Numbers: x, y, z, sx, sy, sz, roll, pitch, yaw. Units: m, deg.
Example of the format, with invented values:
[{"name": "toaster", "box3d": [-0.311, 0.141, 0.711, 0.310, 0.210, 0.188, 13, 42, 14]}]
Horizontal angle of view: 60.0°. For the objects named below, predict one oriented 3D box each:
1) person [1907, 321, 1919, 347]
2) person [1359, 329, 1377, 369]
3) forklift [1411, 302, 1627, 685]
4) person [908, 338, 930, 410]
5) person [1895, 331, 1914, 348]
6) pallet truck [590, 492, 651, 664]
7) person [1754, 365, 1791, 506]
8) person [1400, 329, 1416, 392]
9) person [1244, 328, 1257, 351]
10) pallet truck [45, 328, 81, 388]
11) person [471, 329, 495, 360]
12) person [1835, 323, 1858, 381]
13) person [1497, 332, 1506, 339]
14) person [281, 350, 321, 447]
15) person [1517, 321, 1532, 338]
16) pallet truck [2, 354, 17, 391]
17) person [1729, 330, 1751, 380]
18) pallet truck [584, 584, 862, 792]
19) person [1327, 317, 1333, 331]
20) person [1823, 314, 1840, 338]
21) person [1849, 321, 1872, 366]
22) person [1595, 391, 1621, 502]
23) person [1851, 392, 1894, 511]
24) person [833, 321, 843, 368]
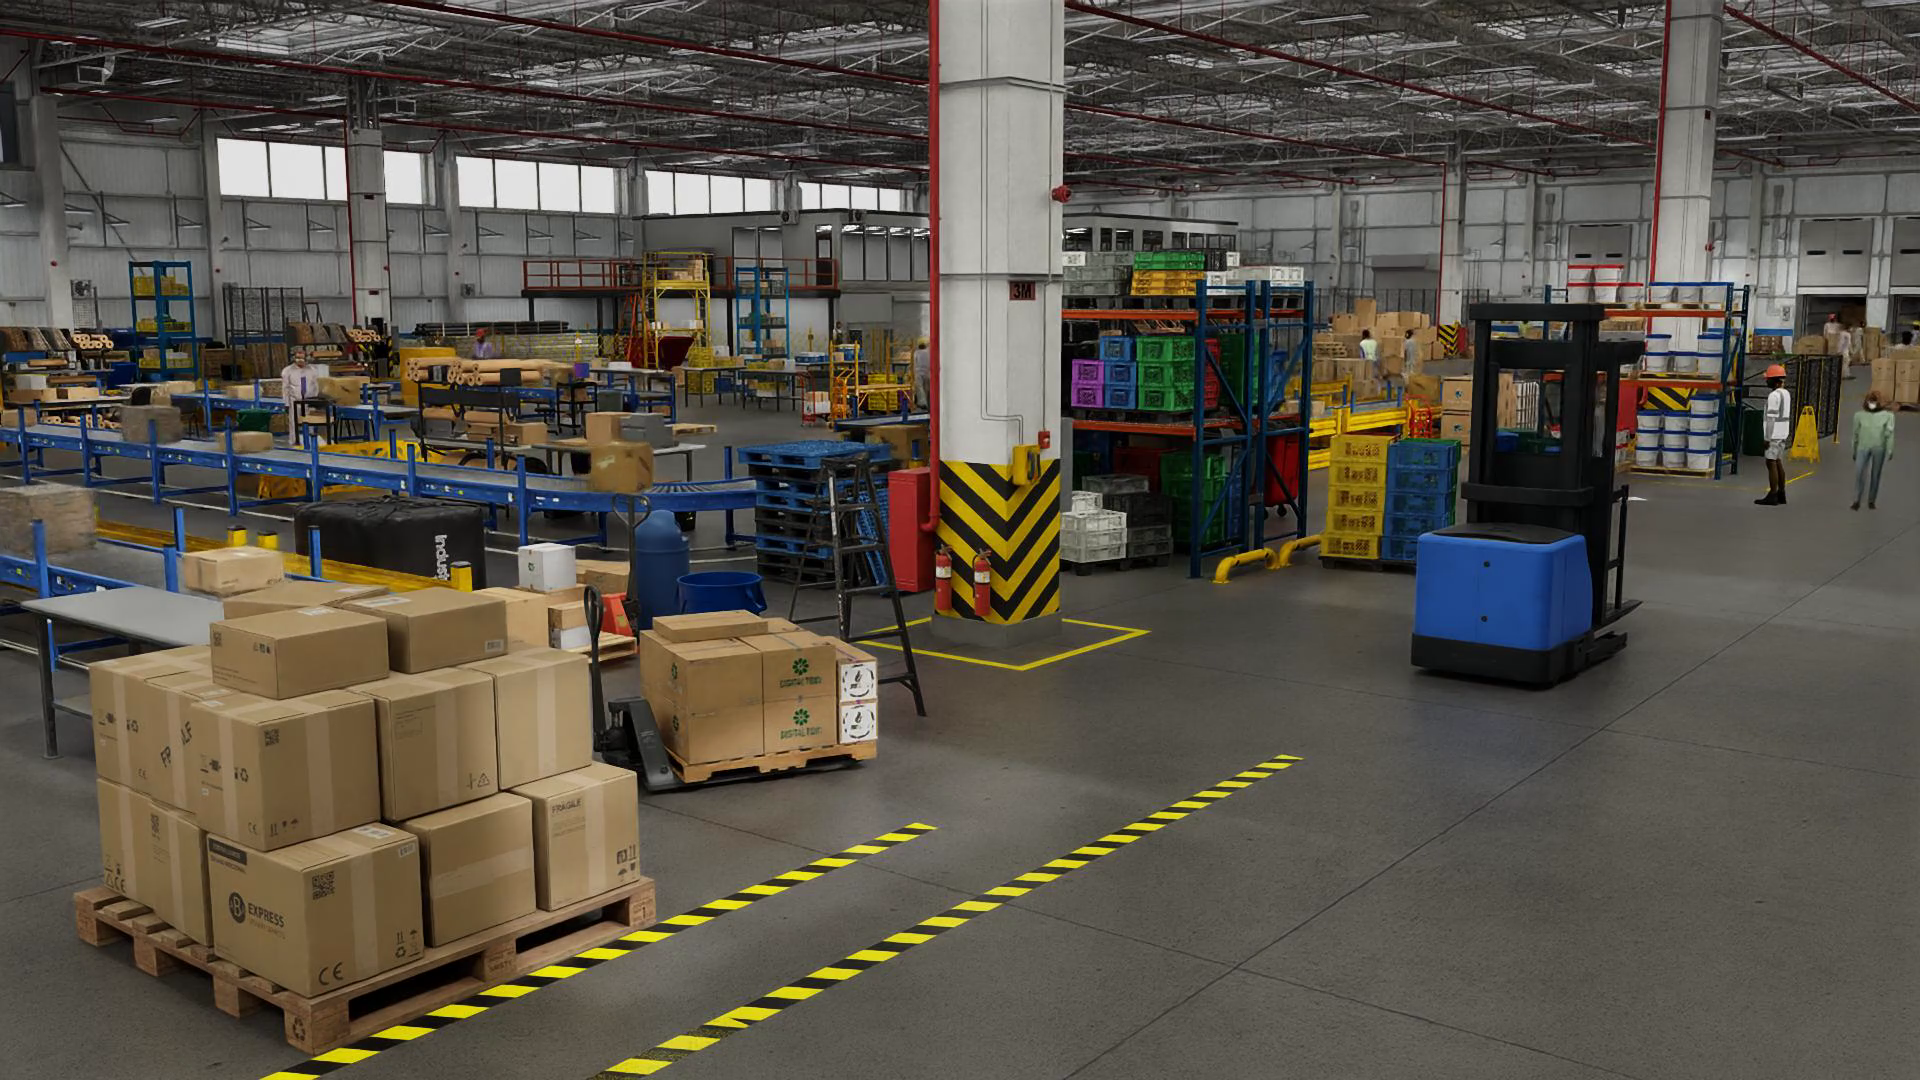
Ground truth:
[{"name": "person", "box3d": [35.355, -7.182, 61.730, 0.598, 1.909, 0.881, -5, 10, -32]}, {"name": "person", "box3d": [11.707, -5.068, 47.423, 0.622, 1.883, 0.738, -5, 10, -29]}, {"name": "forklift", "box3d": [4.379, -0.438, 12.852, 1.129, 2.768, 1.873, 7, 11, 37]}, {"name": "person", "box3d": [-0.960, -4.132, 41.479, 0.581, 1.783, 0.967, -4, 9, -25]}, {"name": "person", "box3d": [24.110, -4.368, 42.524, 0.467, 1.938, 0.625, 2, 9, 14]}, {"name": "pallet truck", "box3d": [-3.115, 0.344, 12.883, 0.653, 1.274, 1.630, 7, 11, 37]}, {"name": "person", "box3d": [11.154, -1.435, 22.806, 0.399, 1.925, 0.543, 8, 11, 42]}, {"name": "person", "box3d": [13.126, -5.231, 48.636, 0.521, 1.851, 0.418, -5, 10, -30]}, {"name": "person", "box3d": [11.344, -7.695, 65.044, 0.568, 1.899, 0.814, 3, 9, 21]}, {"name": "pallet truck", "box3d": [-23.775, -4.544, 43.495, 1.885, 1.965, 0.823, 6, 10, 35]}, {"name": "person", "box3d": [-12.399, -4.506, 43.380, 0.622, 1.980, 1.098, 6, 11, 36]}, {"name": "person", "box3d": [29.524, -6.246, 55.229, 0.805, 1.913, 0.658, 8, 11, 43]}, {"name": "person", "box3d": [16.819, -5.581, 51.438, 0.629, 1.711, 0.503, -4, 9, -27]}, {"name": "person", "box3d": [-11.659, -2.415, 29.475, 0.638, 1.902, 0.406, -7, 11, -37]}, {"name": "person", "box3d": [24.599, -8.758, 72.462, 0.641, 1.829, 0.607, 1, 9, 9]}, {"name": "pallet truck", "box3d": [-24.881, -4.417, 42.634, 1.885, 1.965, 0.823, 8, 11, 41]}, {"name": "person", "box3d": [21.869, -4.954, 46.548, 0.575, 1.919, 0.548, -4, 9, -26]}, {"name": "pallet truck", "box3d": [-1.426, 0.805, 10.019, 1.601, 1.201, 0.680, -4, 9, -26]}, {"name": "person", "box3d": [16.134, -8.788, 72.484, 0.350, 1.884, 0.583, 1, 9, 9]}, {"name": "person", "box3d": [37.672, -8.758, 71.908, 0.624, 1.993, 0.385, 5, 10, 31]}, {"name": "person", "box3d": [35.683, -7.784, 66.003, 0.967, 1.815, 0.561, 3, 9, 17]}, {"name": "person", "box3d": [8.865, -1.299, 22.896, 0.492, 1.617, 0.507, -1, 8, -6]}, {"name": "person", "box3d": [12.116, -1.169, 22.108, 0.518, 1.587, 0.844, 6, 10, 34]}, {"name": "person", "box3d": [-4.611, -7.362, 63.011, 0.344, 1.842, 0.506, 6, 11, 37]}]
